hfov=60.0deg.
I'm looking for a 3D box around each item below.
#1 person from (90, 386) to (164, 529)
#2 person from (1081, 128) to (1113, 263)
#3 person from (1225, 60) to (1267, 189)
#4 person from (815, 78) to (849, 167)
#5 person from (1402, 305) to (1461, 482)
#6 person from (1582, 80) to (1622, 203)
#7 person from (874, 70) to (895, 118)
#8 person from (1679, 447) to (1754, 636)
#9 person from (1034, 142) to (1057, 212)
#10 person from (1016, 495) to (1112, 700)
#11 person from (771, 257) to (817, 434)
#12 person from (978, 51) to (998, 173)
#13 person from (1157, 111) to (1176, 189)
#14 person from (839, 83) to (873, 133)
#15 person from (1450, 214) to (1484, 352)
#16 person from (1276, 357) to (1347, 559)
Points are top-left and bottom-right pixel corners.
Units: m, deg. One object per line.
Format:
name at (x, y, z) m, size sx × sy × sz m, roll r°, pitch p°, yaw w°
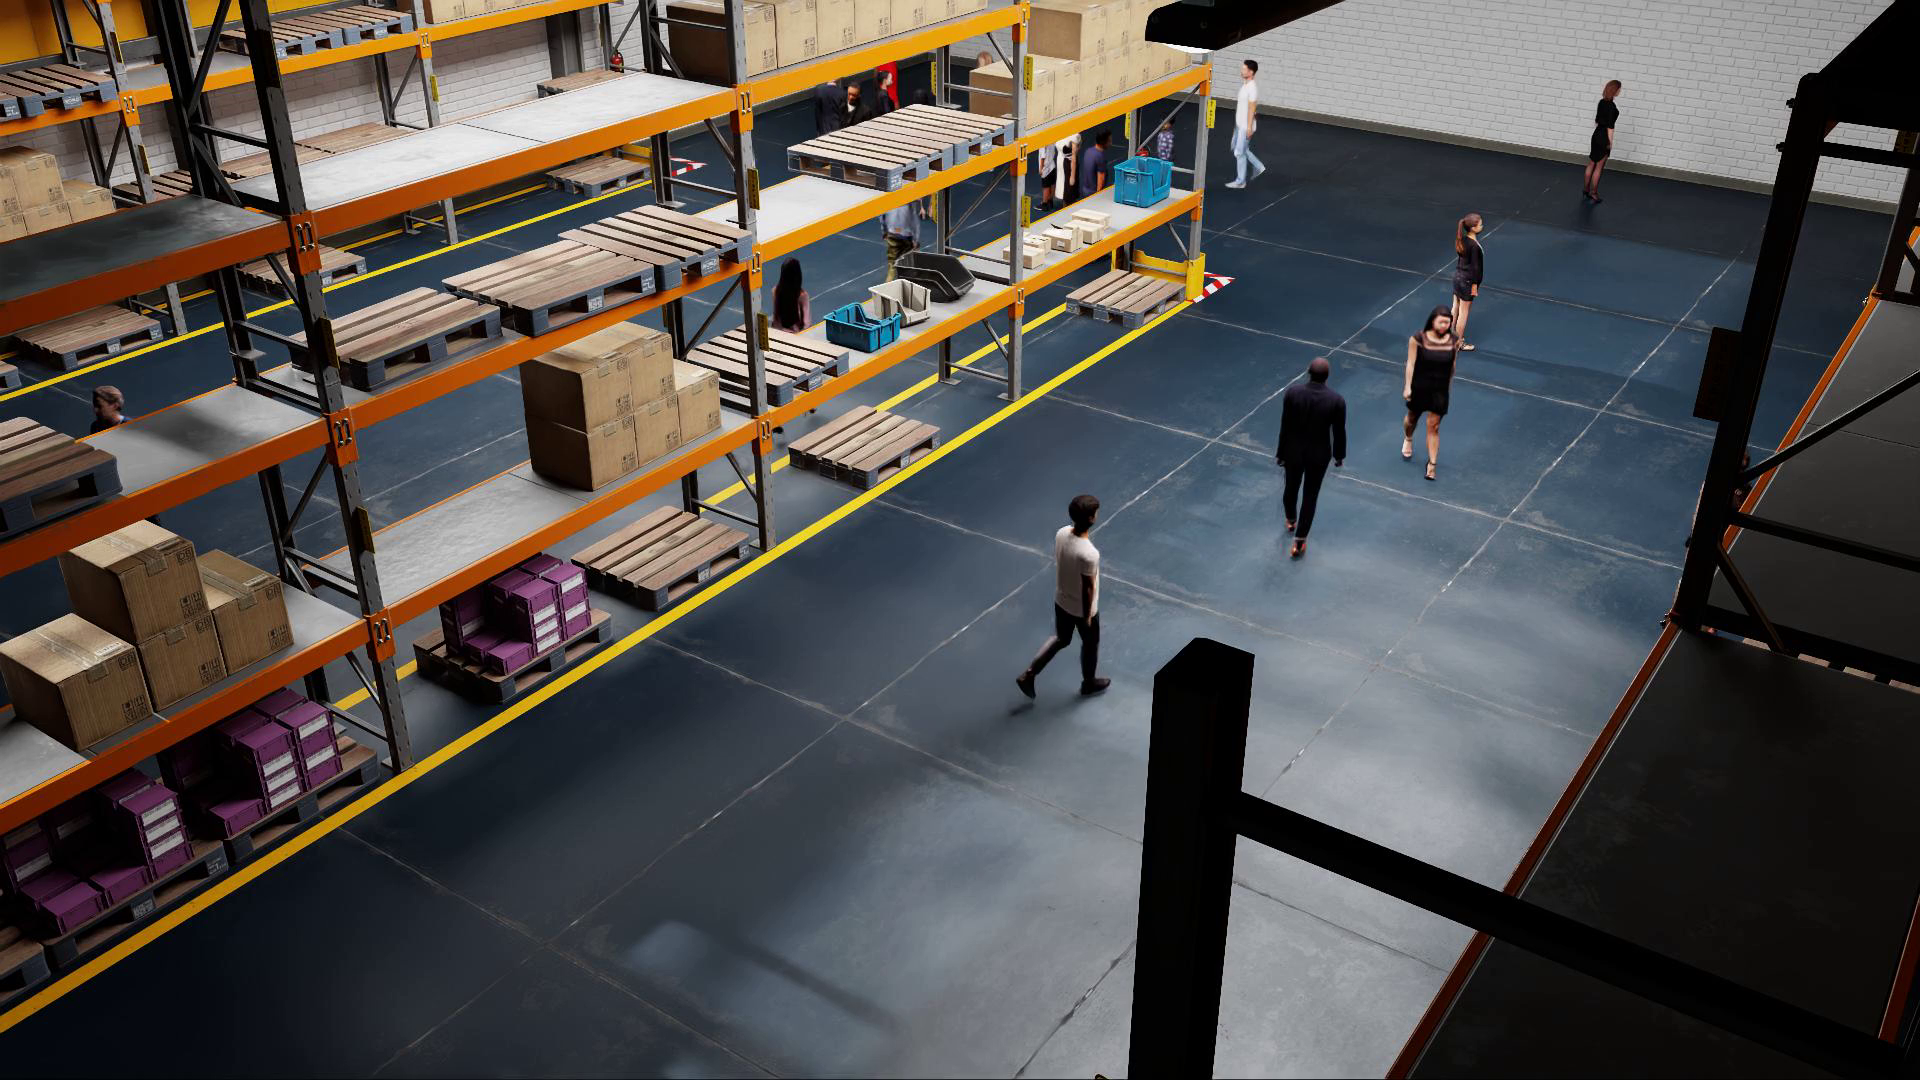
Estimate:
person at (-6.874, -0.415, 13.800) m, size 0.719 × 1.871 × 0.651 m, roll 8°, pitch 30°, yaw 15°
person at (1.619, -4.343, 21.118) m, size 0.854 × 1.759 × 0.807 m, roll -14°, pitch 32°, yaw -24°
person at (4.221, -6.009, 24.080) m, size 0.961 × 1.848 × 0.925 m, roll 1°, pitch 29°, yaw 2°
person at (-1.814, -5.781, 23.758) m, size 1.094 × 1.756 × 1.171 m, roll -4°, pitch 29°, yaw -7°
person at (4.436, -1.452, 15.914) m, size 0.974 × 1.667 × 1.157 m, roll 2°, pitch 29°, yaw 4°
person at (9.112, -5.673, 23.612) m, size 0.712 × 1.706 × 0.640 m, roll -3°, pitch 29°, yaw -6°
person at (-1.087, -5.933, 24.082) m, size 0.649 × 1.712 × 0.636 m, roll -10°, pitch 30°, yaw -18°
person at (6.007, 0.002, 13.252) m, size 0.812 × 1.663 × 0.980 m, roll 3°, pitch 29°, yaw 6°
person at (1.231, -5.261, 23.317) m, size 0.543 × 1.265 × 0.444 m, roll 18°, pitch 33°, yaw 29°
person at (0.787, 0.468, 12.361) m, size 1.131 × 1.699 × 0.913 m, roll -16°, pitch 32°, yaw -27°
person at (-1.720, -1.897, 16.619) m, size 0.776 × 1.773 × 1.170 m, roll 12°, pitch 31°, yaw 20°
person at (0.402, -6.328, 24.747) m, size 0.831 × 1.767 × 0.906 m, roll 0°, pitch 29°, yaw -1°
person at (2.987, -5.499, 23.776) m, size 0.569 × 1.242 × 0.562 m, roll -18°, pitch 33°, yaw -30°
person at (-1.383, -5.349, 22.834) m, size 0.728 × 1.882 × 0.668 m, roll 20°, pitch 34°, yaw 31°
person at (5.689, -2.918, 18.718) m, size 0.701 × 1.556 × 0.642 m, roll -5°, pitch 29°, yaw -9°
person at (2.992, -0.687, 14.379) m, size 0.873 × 1.794 × 1.065 m, roll 10°, pitch 30°, yaw 17°
